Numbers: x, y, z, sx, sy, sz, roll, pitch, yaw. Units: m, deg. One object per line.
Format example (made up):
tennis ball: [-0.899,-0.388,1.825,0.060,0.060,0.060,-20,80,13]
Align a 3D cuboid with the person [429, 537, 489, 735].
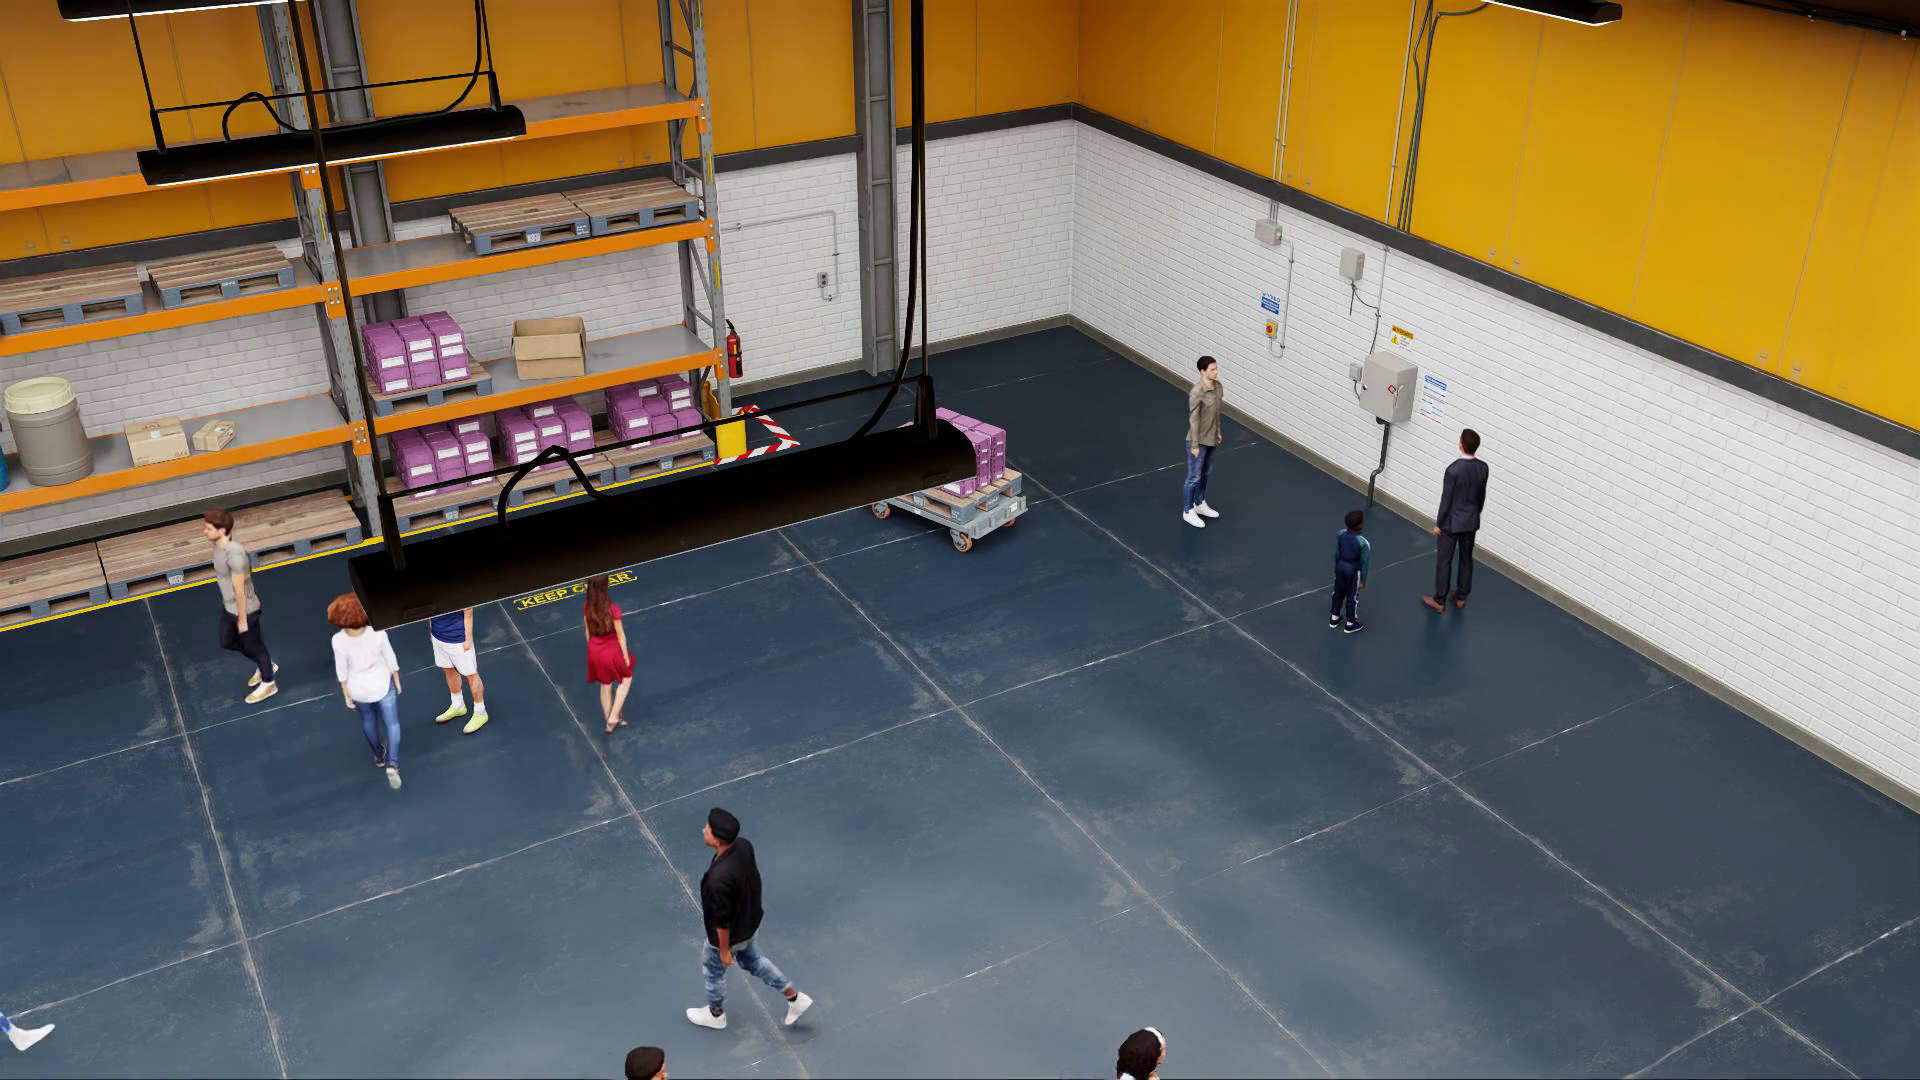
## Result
person: [-4.317,0.779,14.143,0.724,1.839,0.732,15,32,26]

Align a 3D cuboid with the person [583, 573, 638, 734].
person: [-3.013,0.985,14.075,0.721,1.542,0.782,8,30,15]

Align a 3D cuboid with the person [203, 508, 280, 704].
person: [-6.194,0.548,14.522,0.724,1.881,0.751,25,37,38]

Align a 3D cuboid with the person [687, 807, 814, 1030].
person: [-1.405,2.545,10.964,1.196,1.783,1.145,8,30,14]

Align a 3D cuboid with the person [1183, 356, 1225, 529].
person: [2.544,-1.069,17.504,0.838,1.865,0.668,21,35,34]

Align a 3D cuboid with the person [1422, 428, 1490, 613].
person: [4.759,-0.188,15.887,0.591,1.867,0.745,-8,30,-15]

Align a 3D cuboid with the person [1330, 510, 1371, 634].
person: [3.666,0.278,15.670,0.530,1.256,0.535,-24,37,-37]

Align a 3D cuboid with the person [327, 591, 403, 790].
person: [-4.779,1.227,13.474,1.035,1.693,0.894,-6,29,-10]
